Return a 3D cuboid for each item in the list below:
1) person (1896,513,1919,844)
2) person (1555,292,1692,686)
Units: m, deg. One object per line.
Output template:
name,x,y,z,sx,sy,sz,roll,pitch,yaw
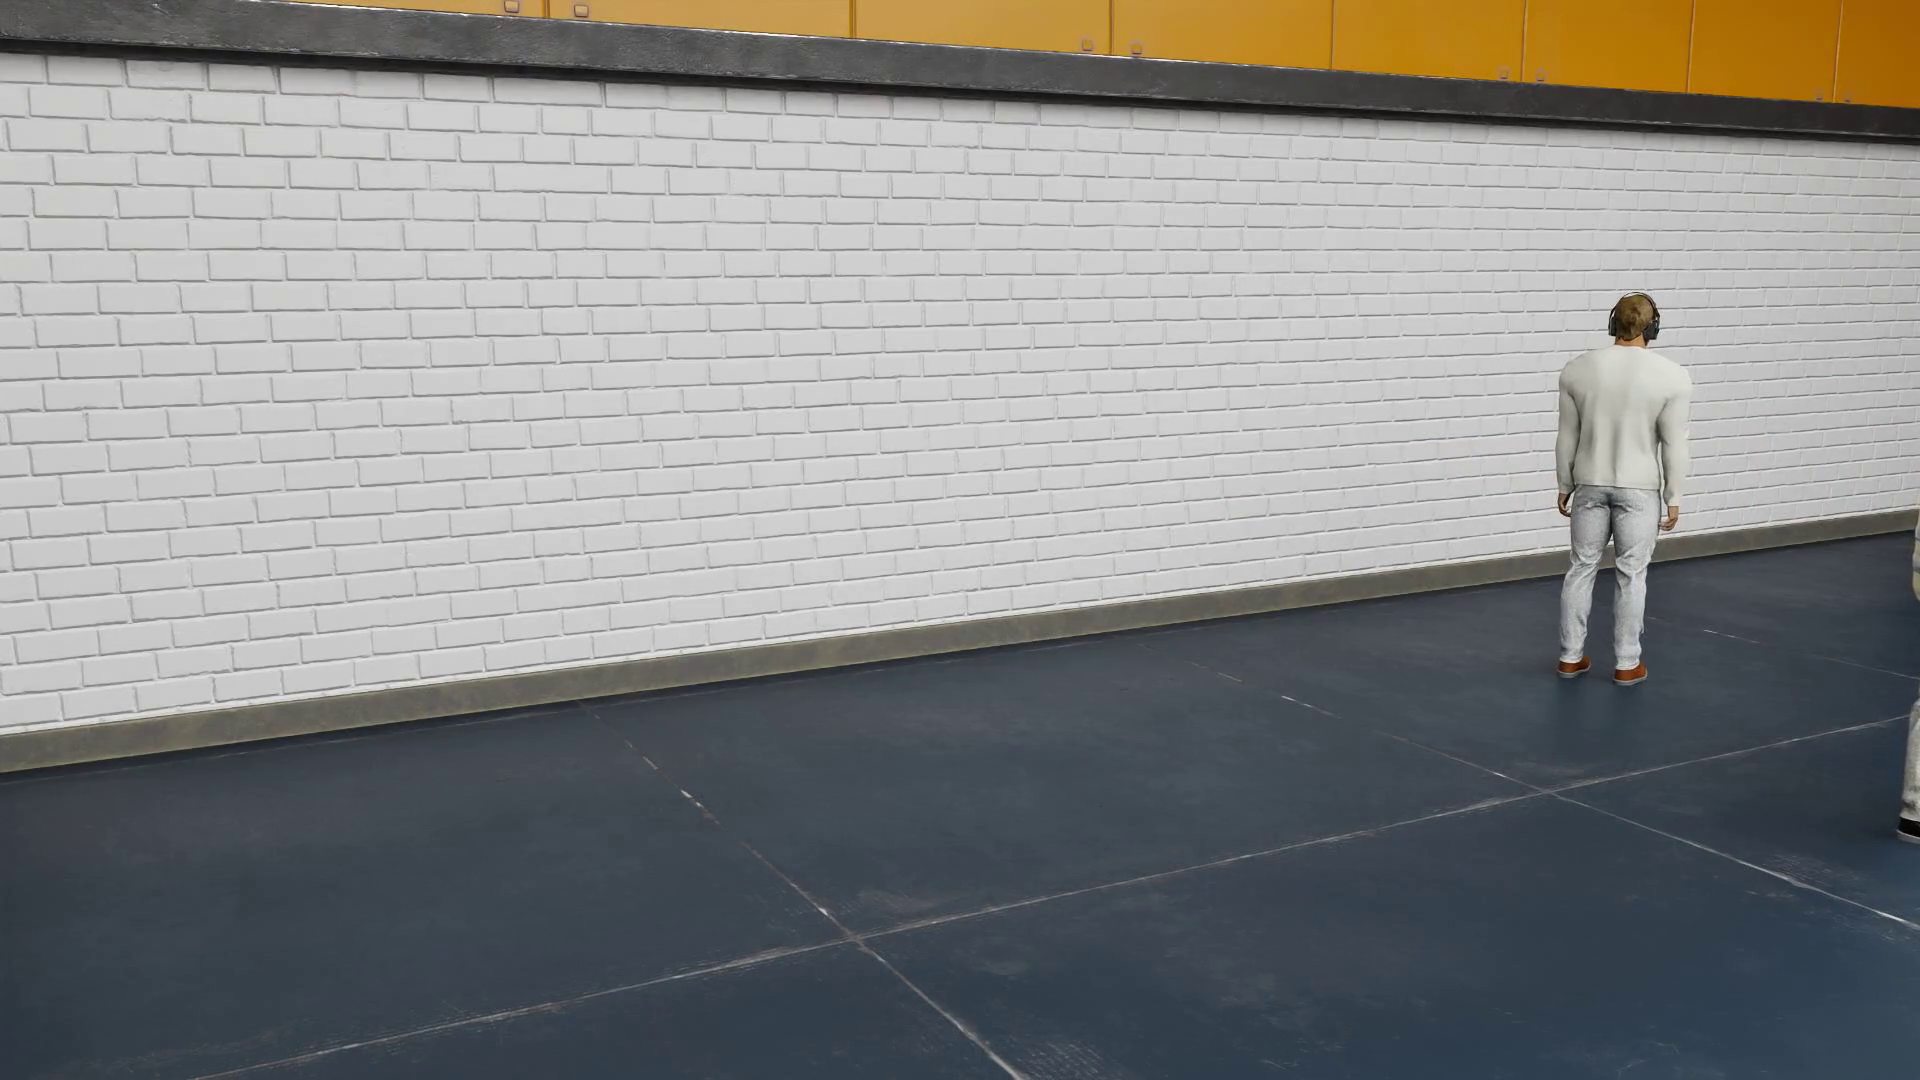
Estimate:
person,3.639,0.197,5.949,0.403,1.823,0.597,9,14,43
person,3.235,-0.242,8.175,0.630,1.934,0.365,8,12,37
